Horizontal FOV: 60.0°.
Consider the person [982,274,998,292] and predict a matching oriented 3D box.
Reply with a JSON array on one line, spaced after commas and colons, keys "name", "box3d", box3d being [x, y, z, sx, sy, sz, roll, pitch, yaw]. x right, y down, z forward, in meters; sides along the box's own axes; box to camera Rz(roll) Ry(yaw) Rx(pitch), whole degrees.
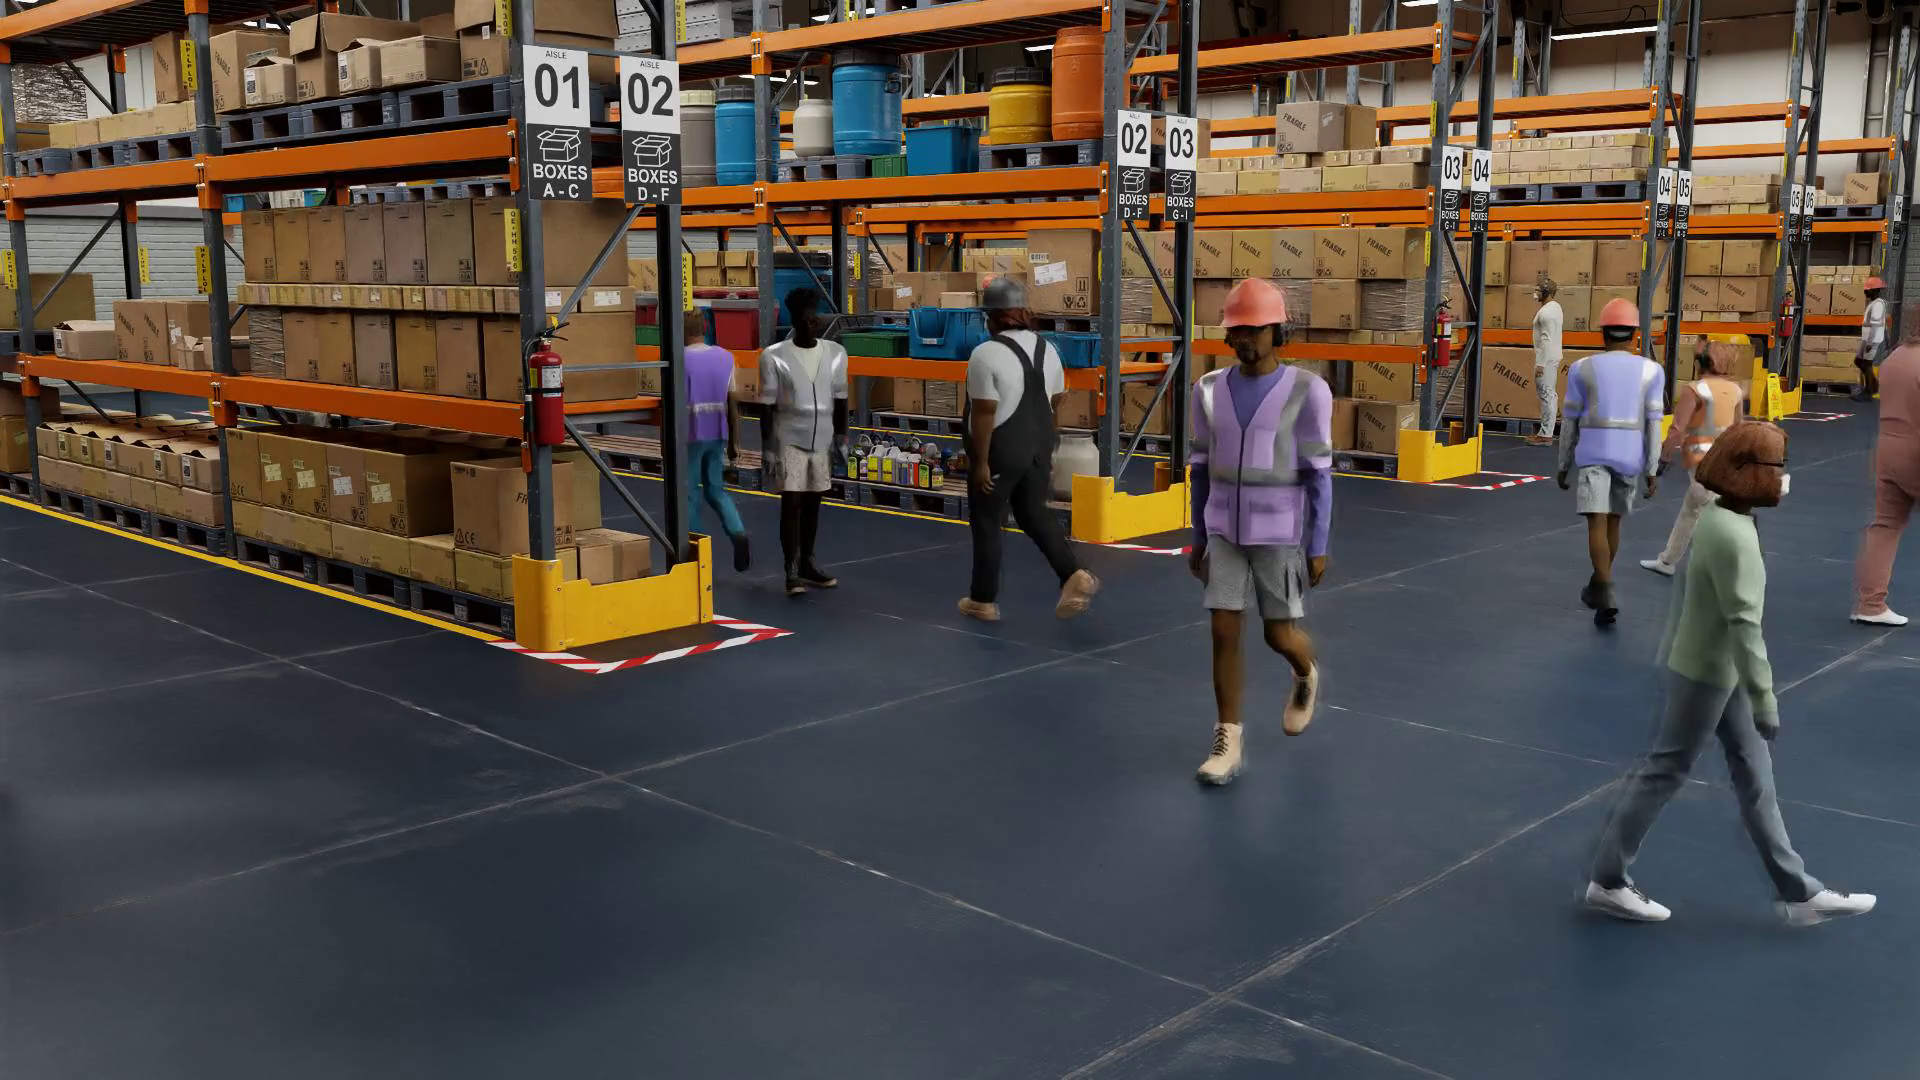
[{"name": "person", "box3d": [0.388, -2.010, 18.876, 0.610, 1.985, 0.393, -5, 11, -30]}]

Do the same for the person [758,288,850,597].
[{"name": "person", "box3d": [-0.971, -0.617, 10.532, 0.616, 1.934, 0.638, -6, 11, -32]}]

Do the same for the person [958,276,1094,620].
[{"name": "person", "box3d": [0.362, -0.509, 9.633, 0.695, 2.000, 0.831, -8, 12, -42]}]

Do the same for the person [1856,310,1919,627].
[{"name": "person", "box3d": [5.552, -0.426, 9.475, 0.789, 1.877, 0.669, -1, 9, -4]}]

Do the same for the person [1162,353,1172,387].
[{"name": "person", "box3d": [2.697, -2.358, 21.321, 0.346, 1.882, 0.584, 8, 12, 41]}]

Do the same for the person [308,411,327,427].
[{"name": "person", "box3d": [-6.460, -1.599, 16.894, 0.781, 1.801, 0.618, 6, 11, 34]}]

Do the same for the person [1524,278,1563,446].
[{"name": "person", "box3d": [6.842, -2.080, 19.445, 0.373, 1.941, 0.627, 5, 10, 27]}]

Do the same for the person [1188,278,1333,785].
[{"name": "person", "box3d": [1.239, -0.055, 6.794, 0.614, 2.021, 0.792, 6, 11, 33]}]

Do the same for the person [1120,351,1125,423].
[{"name": "person", "box3d": [2.004, -2.349, 22.147, 0.849, 1.584, 0.509, 5, 11, 29]}]

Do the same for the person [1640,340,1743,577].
[{"name": "person", "box3d": [4.838, -0.494, 10.780, 0.527, 1.593, 0.882, -6, 11, -32]}]

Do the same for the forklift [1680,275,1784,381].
[{"name": "forklift", "box3d": [12.480, -3.427, 27.053, 1.214, 2.155, 2.313, 9, 13, 43]}]

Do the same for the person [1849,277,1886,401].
[{"name": "person", "box3d": [14.154, -3.123, 25.867, 0.401, 1.925, 0.578, 4, 10, 21]}]

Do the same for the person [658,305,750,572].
[{"name": "person", "box3d": [-1.695, -0.643, 10.994, 0.565, 1.823, 0.656, -8, 12, -40]}]

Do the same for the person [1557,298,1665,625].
[{"name": "person", "box3d": [3.831, -0.474, 9.773, 0.555, 1.889, 1.019, 2, 9, 9]}]

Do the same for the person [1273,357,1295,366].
[{"name": "person", "box3d": [3.625, -1.983, 19.185, 0.647, 1.826, 0.475, -8, 13, -42]}]

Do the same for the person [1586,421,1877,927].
[{"name": "person", "box3d": [2.382, 0.431, 5.100, 0.847, 1.584, 0.521, 4, 10, 24]}]

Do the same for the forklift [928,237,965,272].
[{"name": "forklift", "box3d": [-0.326, -5.817, 39.609, 1.129, 2.768, 1.873, 9, 13, 43]}]
